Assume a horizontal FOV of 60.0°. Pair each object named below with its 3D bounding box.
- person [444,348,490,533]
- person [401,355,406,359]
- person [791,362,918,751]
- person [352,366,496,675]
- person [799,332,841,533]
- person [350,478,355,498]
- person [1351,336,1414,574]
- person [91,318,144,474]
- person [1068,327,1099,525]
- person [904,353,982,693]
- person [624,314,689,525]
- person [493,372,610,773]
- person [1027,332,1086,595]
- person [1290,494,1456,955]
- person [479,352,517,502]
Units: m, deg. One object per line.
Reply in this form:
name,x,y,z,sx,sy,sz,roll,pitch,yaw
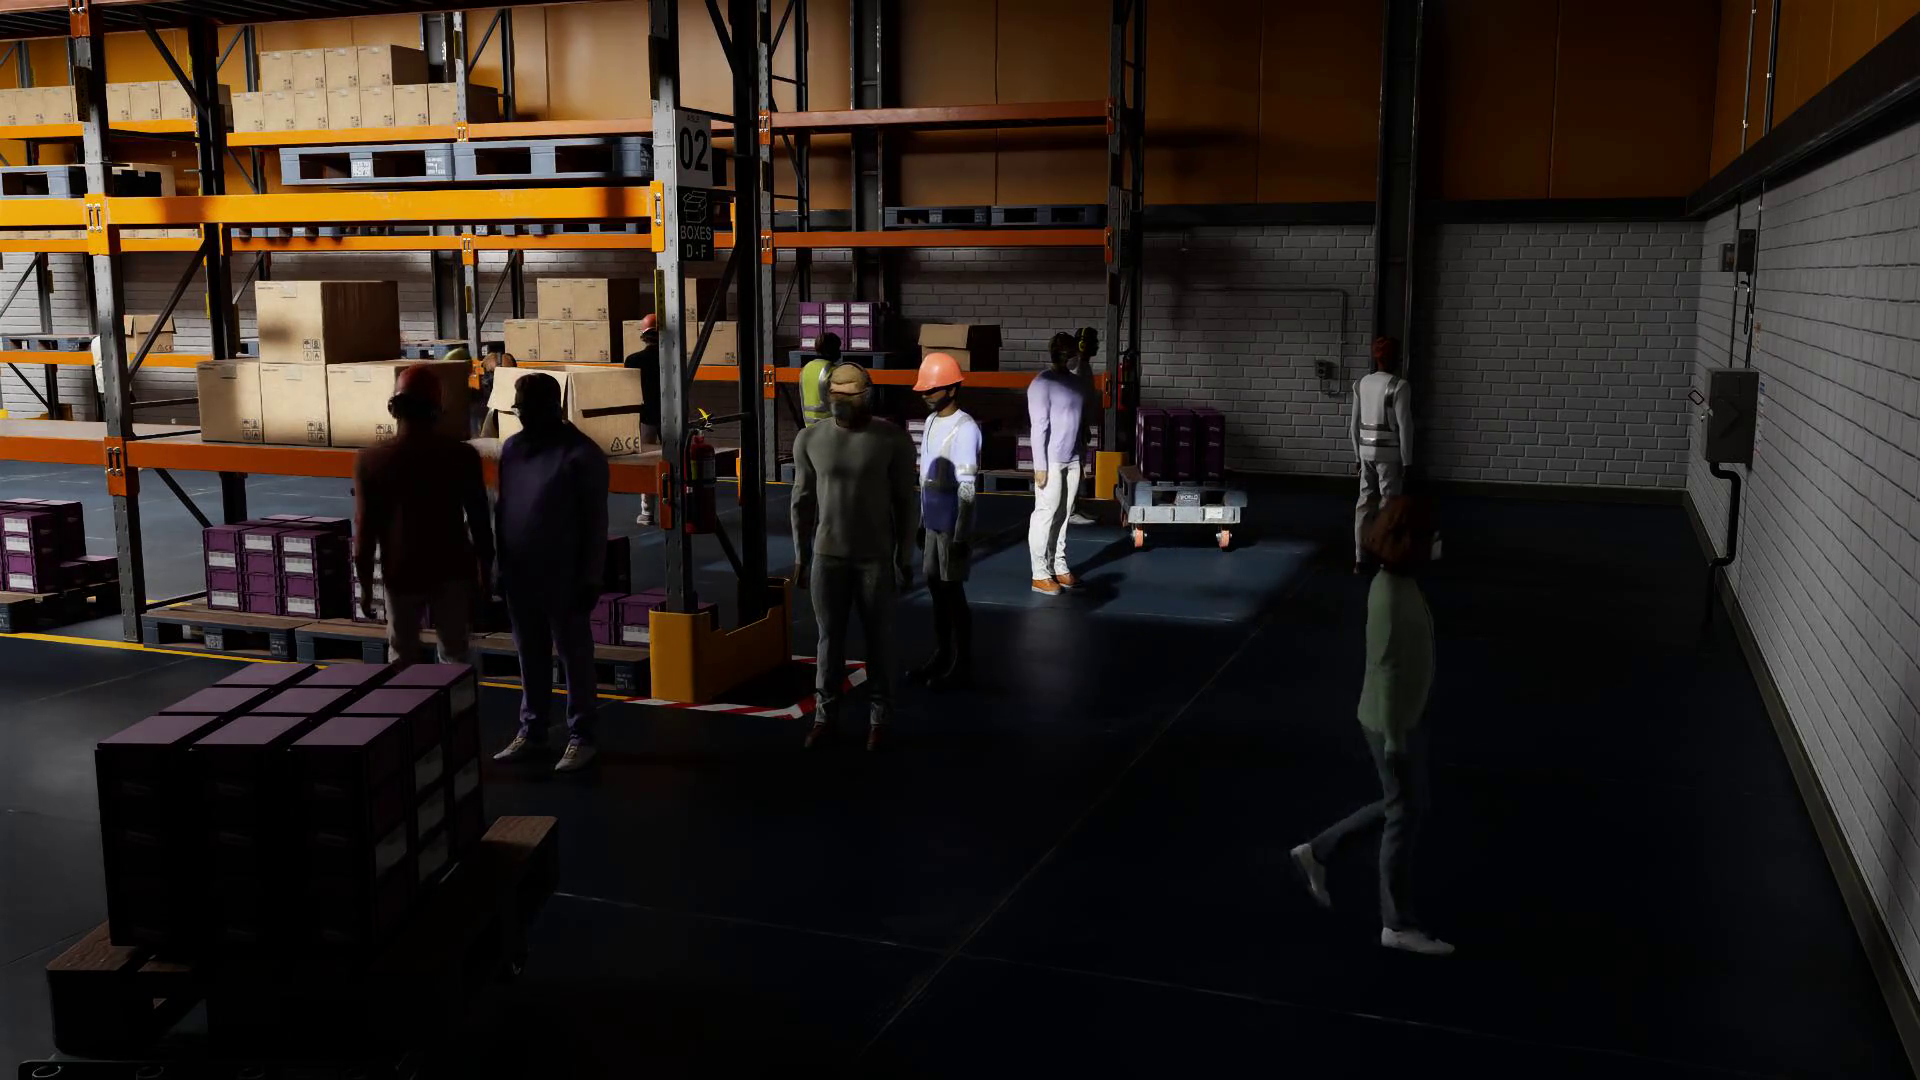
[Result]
person,-4.010,-0.611,13.132,0.634,1.785,0.908,1,9,4
person,-5.783,-1.239,16.866,0.429,1.841,0.633,4,10,24
person,-0.524,0.085,8.248,0.633,1.936,0.355,1,9,9
person,-2.561,0.134,7.990,0.641,1.928,0.978,-3,9,-18
person,-1.187,-0.955,15.080,0.429,1.844,0.623,-7,11,-38
person,-4.796,-0.762,13.610,0.494,1.917,0.555,-7,11,-37
person,3.305,-0.642,12.986,0.355,1.883,0.575,-6,11,-34
person,-10.045,-1.783,19.799,0.377,1.995,0.608,1,9,4
person,1.168,-1.086,15.812,0.330,1.872,0.512,2,9,11
person,-0.093,-0.096,9.442,0.378,1.926,0.544,-4,10,-25
person,-2.881,-1.139,15.754,0.621,1.992,0.397,-5,10,-26
person,-1.979,0.153,7.938,0.639,1.902,0.407,5,10,27
person,0.738,-0.575,12.388,0.378,1.940,0.629,7,11,36
person,1.465,0.636,5.796,0.523,1.619,0.504,4,10,21
person,-3.135,-0.390,11.567,0.430,1.835,0.619,-2,9,-12
